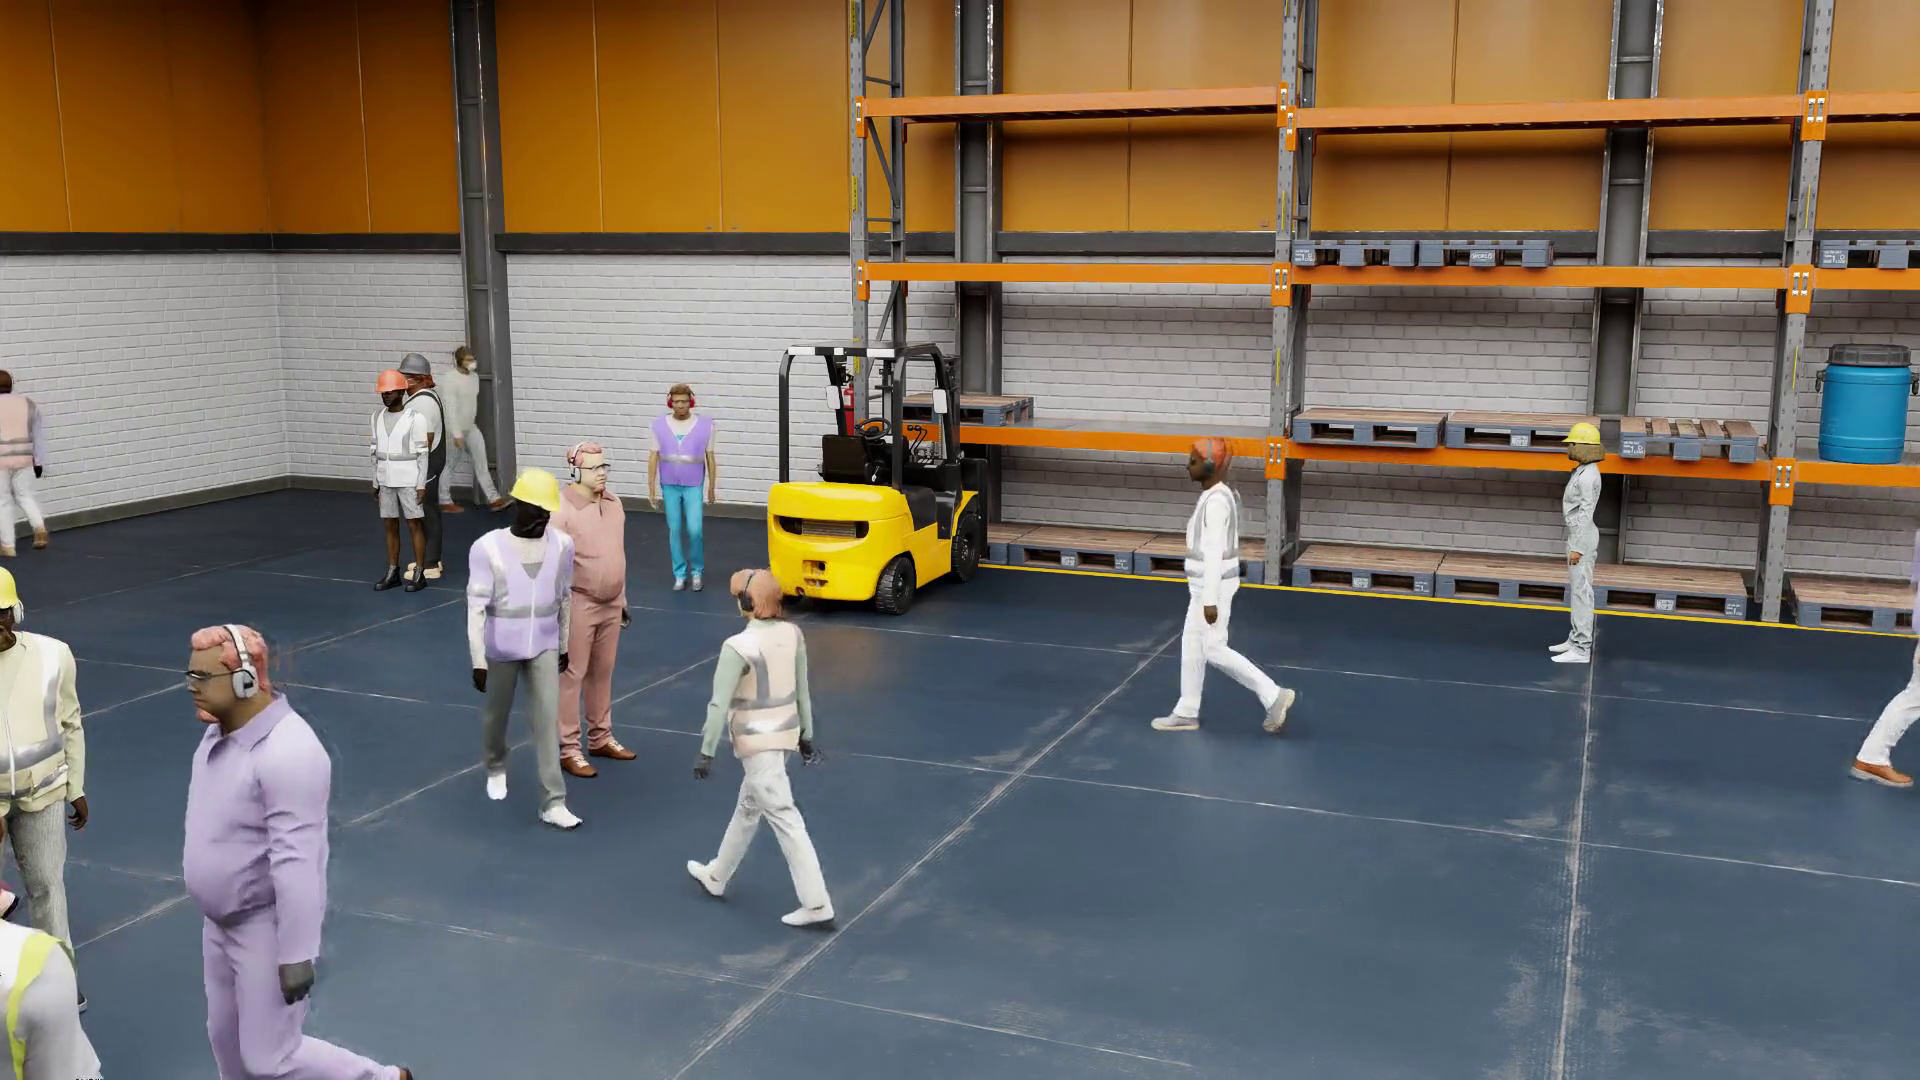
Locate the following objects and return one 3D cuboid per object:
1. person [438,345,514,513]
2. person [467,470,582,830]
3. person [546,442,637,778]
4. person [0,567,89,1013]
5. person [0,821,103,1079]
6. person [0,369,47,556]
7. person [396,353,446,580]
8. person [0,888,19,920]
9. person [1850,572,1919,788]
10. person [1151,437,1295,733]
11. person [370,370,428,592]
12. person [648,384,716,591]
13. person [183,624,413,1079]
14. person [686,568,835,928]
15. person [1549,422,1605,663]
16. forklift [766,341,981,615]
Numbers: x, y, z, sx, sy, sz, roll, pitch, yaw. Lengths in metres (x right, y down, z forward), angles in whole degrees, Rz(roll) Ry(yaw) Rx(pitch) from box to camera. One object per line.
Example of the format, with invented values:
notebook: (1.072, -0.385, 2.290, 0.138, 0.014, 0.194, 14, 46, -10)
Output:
person: (-5.437, -1.208, 18.473, 1.003, 1.885, 0.645, 3, 11, 18)
person: (-2.321, 0.544, 8.820, 0.610, 1.856, 1.030, -6, 12, -30)
person: (-2.112, 0.383, 9.560, 0.399, 1.909, 0.642, 5, 12, 28)
person: (-3.684, 0.983, 6.422, 0.590, 1.833, 0.404, -8, 13, -39)
person: (-2.200, 1.459, 3.746, 0.619, 1.845, 0.430, 0, 10, 3)
person: (-9.162, -0.736, 16.014, 0.510, 1.823, 0.640, 7, 12, 34)
person: (-4.929, -0.671, 15.057, 0.539, 2.000, 0.688, -2, 10, -12)
person: (-4.170, 0.969, 6.755, 0.526, 1.744, 0.458, 9, 13, 41)
person: (5.386, 0.493, 9.003, 0.928, 1.897, 0.646, 6, 12, 31)
person: (1.630, 0.293, 10.196, 0.801, 1.864, 0.592, 1, 10, 6)
person: (-4.882, -0.511, 14.455, 0.542, 1.938, 0.358, 3, 10, 14)
person: (-2.407, -0.445, 14.411, 0.573, 1.822, 0.503, 0, 10, -1)
person: (-2.138, 1.174, 5.207, 0.659, 1.886, 0.599, 10, 14, 43)
person: (-0.908, 0.919, 7.455, 0.870, 1.587, 0.556, 6, 12, 28)
person: (4.475, 0.018, 12.051, 0.294, 1.744, 0.486, 3, 11, 17)
forklift: (-0.739, -0.602, 14.246, 1.214, 2.155, 2.313, 4, 11, 21)
